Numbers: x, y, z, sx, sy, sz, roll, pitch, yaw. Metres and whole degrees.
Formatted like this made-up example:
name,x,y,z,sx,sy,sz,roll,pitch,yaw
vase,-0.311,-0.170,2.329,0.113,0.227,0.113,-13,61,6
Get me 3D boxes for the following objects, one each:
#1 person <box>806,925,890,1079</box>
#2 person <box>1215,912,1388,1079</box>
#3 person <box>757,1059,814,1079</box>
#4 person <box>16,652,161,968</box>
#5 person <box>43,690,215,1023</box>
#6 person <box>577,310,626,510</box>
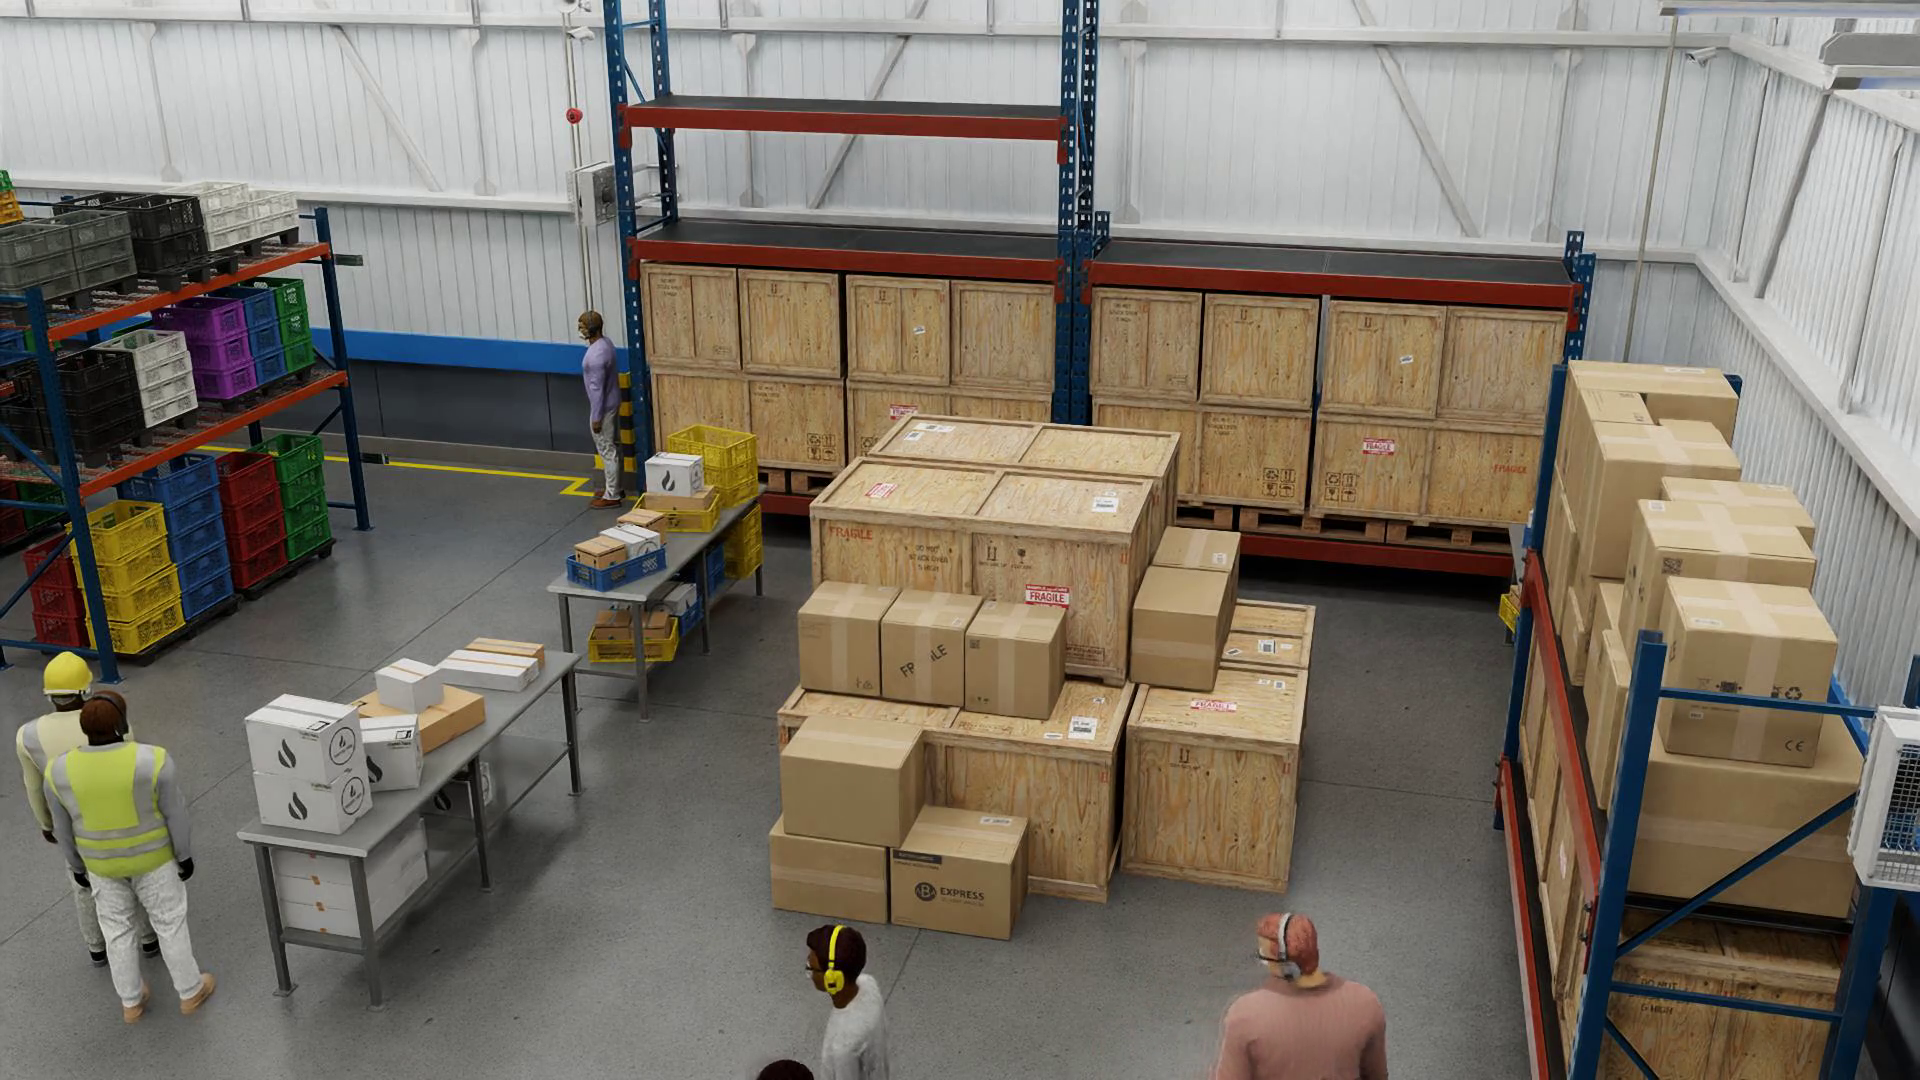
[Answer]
name,x,y,z,sx,sy,sz,roll,pitch,yaw
person,-0.428,2.359,6.639,0.342,1.860,0.516,2,21,6
person,1.375,2.354,6.618,0.793,1.891,0.524,-2,21,-5
person,-0.636,2.623,5.879,0.678,1.909,0.392,-10,23,-24
person,-4.687,1.458,9.018,0.588,1.835,0.403,-6,22,-14
person,-4.267,1.629,8.562,0.624,1.844,0.430,-4,21,-10
person,-3.434,-1.259,15.997,0.368,1.933,0.626,-1,21,-3
